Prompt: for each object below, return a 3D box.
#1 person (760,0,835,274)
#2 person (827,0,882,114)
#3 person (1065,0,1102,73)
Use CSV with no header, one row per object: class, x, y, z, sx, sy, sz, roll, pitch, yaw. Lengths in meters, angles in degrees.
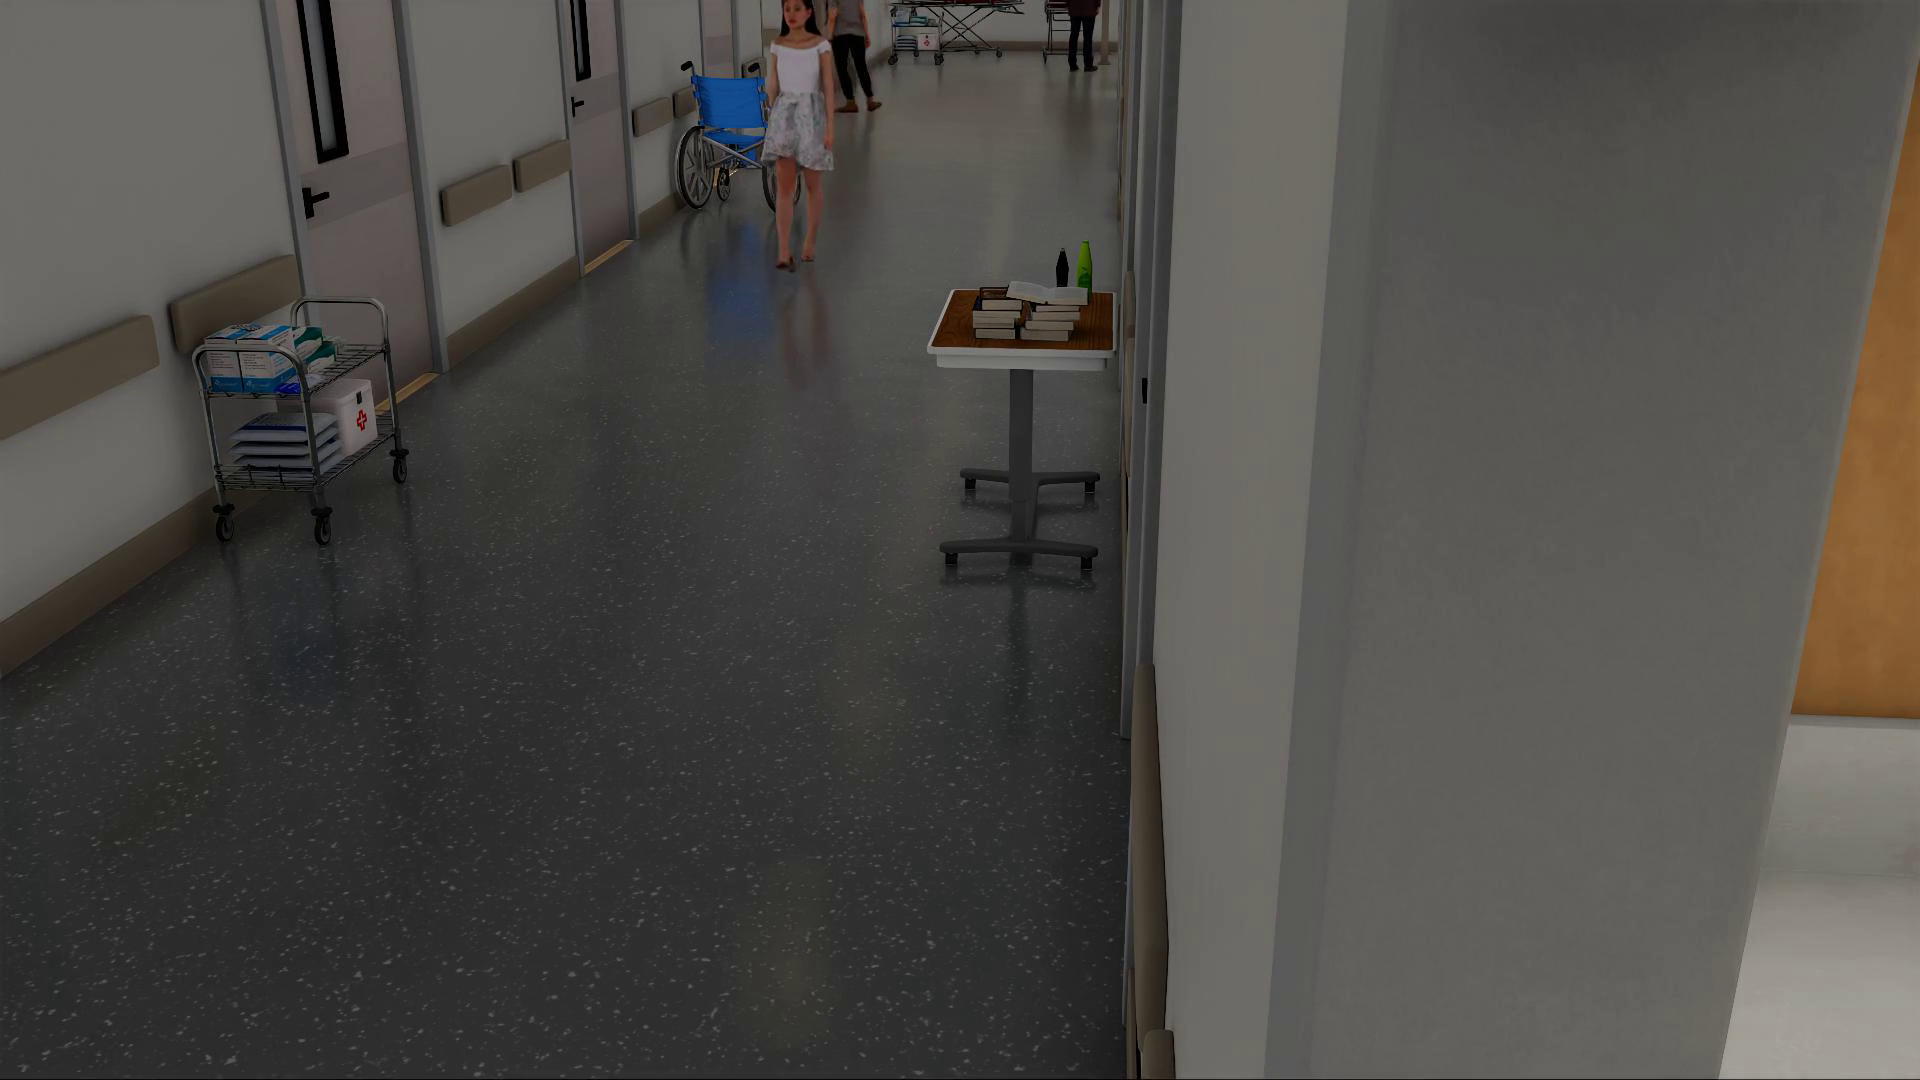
person,-0.992,-2.606,10.716,0.641,1.734,1.132,3,21,7
person,-1.242,-5.801,19.231,0.870,1.678,0.852,-7,22,-17
person,1.785,-7.803,24.278,0.857,1.848,0.835,10,23,26
